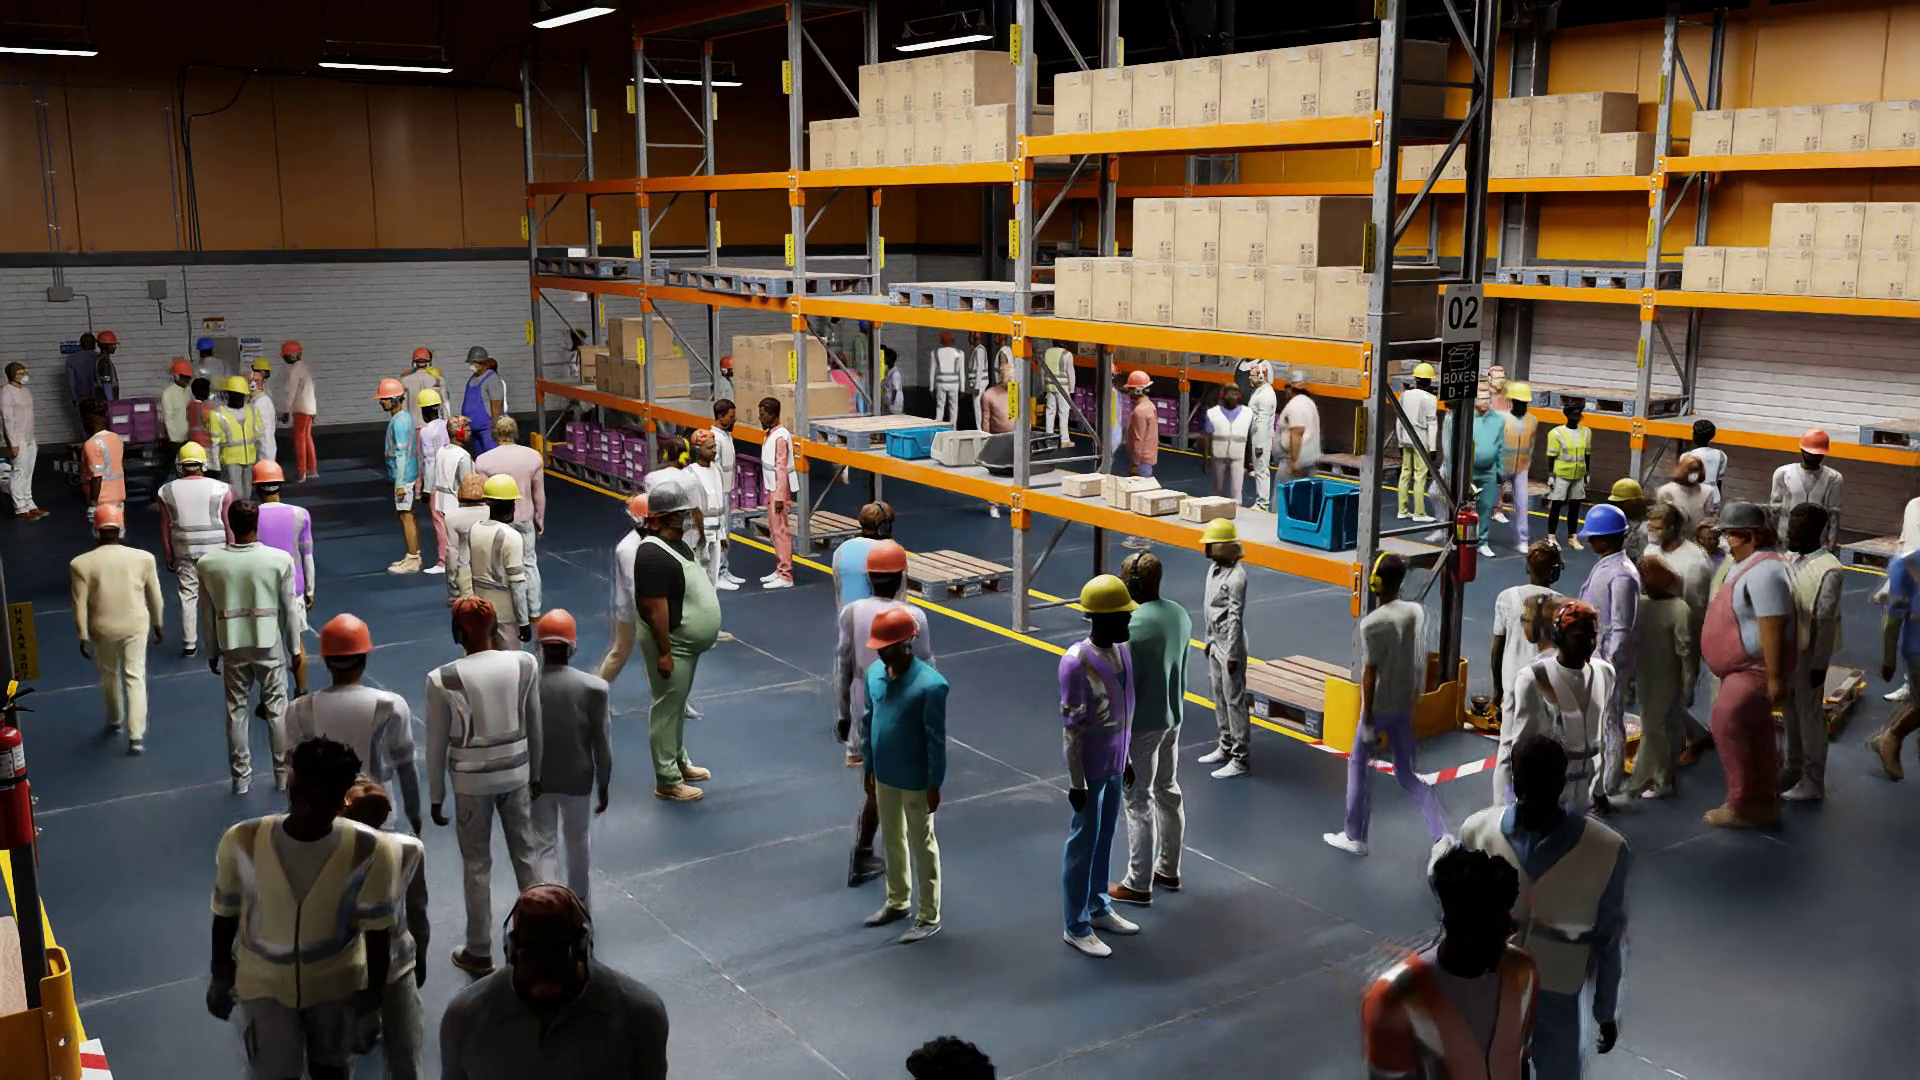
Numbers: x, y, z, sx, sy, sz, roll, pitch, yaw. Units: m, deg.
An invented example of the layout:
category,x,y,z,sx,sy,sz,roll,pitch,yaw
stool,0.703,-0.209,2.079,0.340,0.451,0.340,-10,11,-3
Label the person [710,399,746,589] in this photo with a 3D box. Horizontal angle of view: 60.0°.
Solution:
category,x,y,z,sx,sy,sz,roll,pitch,yaw
person,-2.377,-0.454,16.527,0.411,1.906,0.602,0,11,0

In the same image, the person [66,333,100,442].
category,x,y,z,sx,sy,sz,roll,pitch,yaw
person,-13.177,-2.176,25.262,0.637,1.933,0.357,-2,11,-10

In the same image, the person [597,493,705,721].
category,x,y,z,sx,sy,sz,roll,pitch,yaw
person,-2.373,0.492,12.198,0.892,1.711,0.551,4,12,20

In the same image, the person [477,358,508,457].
category,x,y,z,sx,sy,sz,roll,pitch,yaw
person,-6.177,-1.484,21.956,0.429,1.845,0.627,5,12,25

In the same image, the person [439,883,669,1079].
category,x,y,z,sx,sy,sz,roll,pitch,yaw
person,-1.121,1.866,4.634,0.641,1.913,0.408,-2,11,-9

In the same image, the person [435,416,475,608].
category,x,y,z,sx,sy,sz,roll,pitch,yaw
person,-4.708,-0.247,15.620,0.376,1.841,0.572,-10,15,-41

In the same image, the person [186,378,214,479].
category,x,y,z,sx,sy,sz,roll,pitch,yaw
person,-9.435,-1.175,20.759,0.532,1.693,0.319,9,14,38

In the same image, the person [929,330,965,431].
category,x,y,z,sx,sy,sz,roll,pitch,yaw
person,-0.209,-2.490,27.064,0.594,1.862,0.804,1,11,4

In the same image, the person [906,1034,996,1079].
category,x,y,z,sx,sy,sz,roll,pitch,yaw
person,-0.026,2.055,4.221,0.318,1.697,0.533,-11,15,-43

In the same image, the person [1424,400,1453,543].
category,x,y,z,sx,sy,sz,roll,pitch,yaw
person,5.527,-0.856,18.764,0.609,1.836,0.548,-2,11,-8

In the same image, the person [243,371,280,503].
category,x,y,z,sx,sy,sz,roll,pitch,yaw
person,-8.170,-1.015,19.394,0.401,1.907,0.646,-5,12,-23

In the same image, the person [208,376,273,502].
category,x,y,z,sx,sy,sz,roll,pitch,yaw
person,-8.074,-0.886,18.731,0.641,1.898,0.601,8,13,34

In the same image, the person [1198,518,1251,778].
category,x,y,z,sx,sy,sz,roll,pitch,yaw
person,1.744,0.708,11.026,0.354,1.734,0.485,-2,11,-9

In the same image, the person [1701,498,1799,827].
category,x,y,z,sx,sy,sz,roll,pitch,yaw
person,4.788,0.729,10.122,0.560,2.000,0.732,4,12,20

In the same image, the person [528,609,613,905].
category,x,y,z,sx,sy,sz,roll,pitch,yaw
person,-2.081,1.199,8.576,0.572,1.706,0.895,-2,11,-12

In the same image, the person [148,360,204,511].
category,x,y,z,sx,sy,sz,roll,pitch,yaw
person,-9.776,-1.299,20.840,1.053,1.921,0.657,3,11,13

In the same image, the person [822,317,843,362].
category,x,y,z,sx,sy,sz,roll,pitch,yaw
person,-2.481,-3.646,32.739,0.377,1.958,0.599,7,13,31

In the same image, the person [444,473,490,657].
category,x,y,z,sx,sy,sz,roll,pitch,yaw
person,-3.924,0.265,13.544,0.500,1.633,0.281,-6,13,-28

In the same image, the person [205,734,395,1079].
category,x,y,z,sx,sy,sz,roll,pitch,yaw
person,-2.349,1.618,5.920,0.678,1.901,0.950,-4,12,-18

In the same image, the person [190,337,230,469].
category,x,y,z,sx,sy,sz,roll,pitch,yaw
person,-11.057,-2.000,24.375,0.786,1.922,0.638,5,12,25

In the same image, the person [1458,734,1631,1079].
category,x,y,z,sx,sy,sz,roll,pitch,yaw
person,2.086,1.598,6.039,0.606,1.898,0.539,6,13,30

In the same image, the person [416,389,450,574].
category,x,y,z,sx,sy,sz,roll,pitch,yaw
person,-5.426,-0.606,17.249,0.381,1.923,0.592,2,11,10

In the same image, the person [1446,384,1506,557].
category,x,y,z,sx,sy,sz,roll,pitch,yaw
person,5.610,-0.743,18.037,0.665,1.899,0.395,-2,11,-10

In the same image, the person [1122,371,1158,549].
category,x,y,z,sx,sy,sz,roll,pitch,yaw
person,2.008,-0.897,18.594,0.408,1.987,0.614,3,11,14

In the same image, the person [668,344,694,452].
category,x,y,z,sx,sy,sz,roll,pitch,yaw
person,-4.386,-2.199,25.894,0.539,1.719,0.603,6,12,27

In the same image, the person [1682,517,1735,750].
category,x,y,z,sx,sy,sz,roll,pitch,yaw
person,5.213,0.643,11.628,0.529,1.632,0.313,6,13,30

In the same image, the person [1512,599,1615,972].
category,x,y,z,sx,sy,sz,roll,pitch,yaw
person,2.913,1.210,8.068,0.576,1.882,0.362,-4,12,-22

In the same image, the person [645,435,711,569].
category,x,y,z,sx,sy,sz,roll,pitch,yaw
person,-2.435,0.034,14.173,0.584,1.860,0.343,4,12,20

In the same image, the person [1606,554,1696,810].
category,x,y,z,sx,sy,sz,roll,pitch,yaw
person,4.270,0.892,10.421,0.753,1.597,0.534,-4,12,-19

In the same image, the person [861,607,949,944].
category,x,y,z,sx,sy,sz,roll,pitch,yaw
person,-0.311,1.187,8.553,0.575,1.739,0.350,10,15,42

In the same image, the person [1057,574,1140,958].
category,x,y,z,sx,sy,sz,roll,pitch,yaw
person,0.710,1.119,8.409,0.355,1.930,0.589,7,13,31

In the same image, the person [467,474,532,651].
category,x,y,z,sx,sy,sz,roll,pitch,yaw
person,-3.199,0.492,11.660,0.588,1.919,0.388,10,15,42

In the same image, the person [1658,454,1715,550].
category,x,y,z,sx,sy,sz,roll,pitch,yaw
person,6.431,0.023,14.810,0.511,1.618,0.438,0,11,-1

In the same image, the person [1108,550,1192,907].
category,x,y,z,sx,sy,sz,roll,pitch,yaw
person,1.007,1.009,8.982,0.377,1.931,0.629,9,14,40

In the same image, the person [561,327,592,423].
category,x,y,z,sx,sy,sz,roll,pitch,yaw
person,-6.509,-2.736,28.468,0.585,1.798,0.704,-1,11,-3

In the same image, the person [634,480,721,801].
category,x,y,z,sx,sy,sz,roll,pitch,yaw
person,-1.794,0.626,10.647,0.537,2.000,0.682,0,11,0

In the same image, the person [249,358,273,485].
category,x,y,z,sx,sy,sz,roll,pitch,yaw
person,-9.598,-1.632,22.941,0.349,1.758,0.522,0,11,2

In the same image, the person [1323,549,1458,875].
category,x,y,z,sx,sy,sz,roll,pitch,yaw
person,2.481,0.969,9.435,0.512,1.844,0.835,-6,13,-30

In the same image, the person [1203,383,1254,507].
category,x,y,z,sx,sy,sz,roll,pitch,yaw
person,3.104,-0.943,19.322,0.588,1.796,0.998,0,11,0

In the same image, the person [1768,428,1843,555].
category,x,y,z,sx,sy,sz,roll,pitch,yaw
person,7.188,-0.005,14.184,0.550,1.925,0.390,4,12,20

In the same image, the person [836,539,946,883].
category,x,y,z,sx,sy,sz,roll,pitch,yaw
person,-0.390,0.930,9.500,0.552,1.882,1.005,7,13,31

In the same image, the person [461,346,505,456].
category,x,y,z,sx,sy,sz,roll,pitch,yaw
person,-6.205,-1.516,21.611,0.536,2.000,0.690,-10,15,-42

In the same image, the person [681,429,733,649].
category,x,y,z,sx,sy,sz,roll,pitch,yaw
person,-2.193,-0.016,14.339,0.355,1.883,0.573,5,12,24

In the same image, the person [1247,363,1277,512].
category,x,y,z,sx,sy,sz,roll,pitch,yaw
person,3.678,-1.227,20.498,0.399,1.900,0.644,1,11,7
